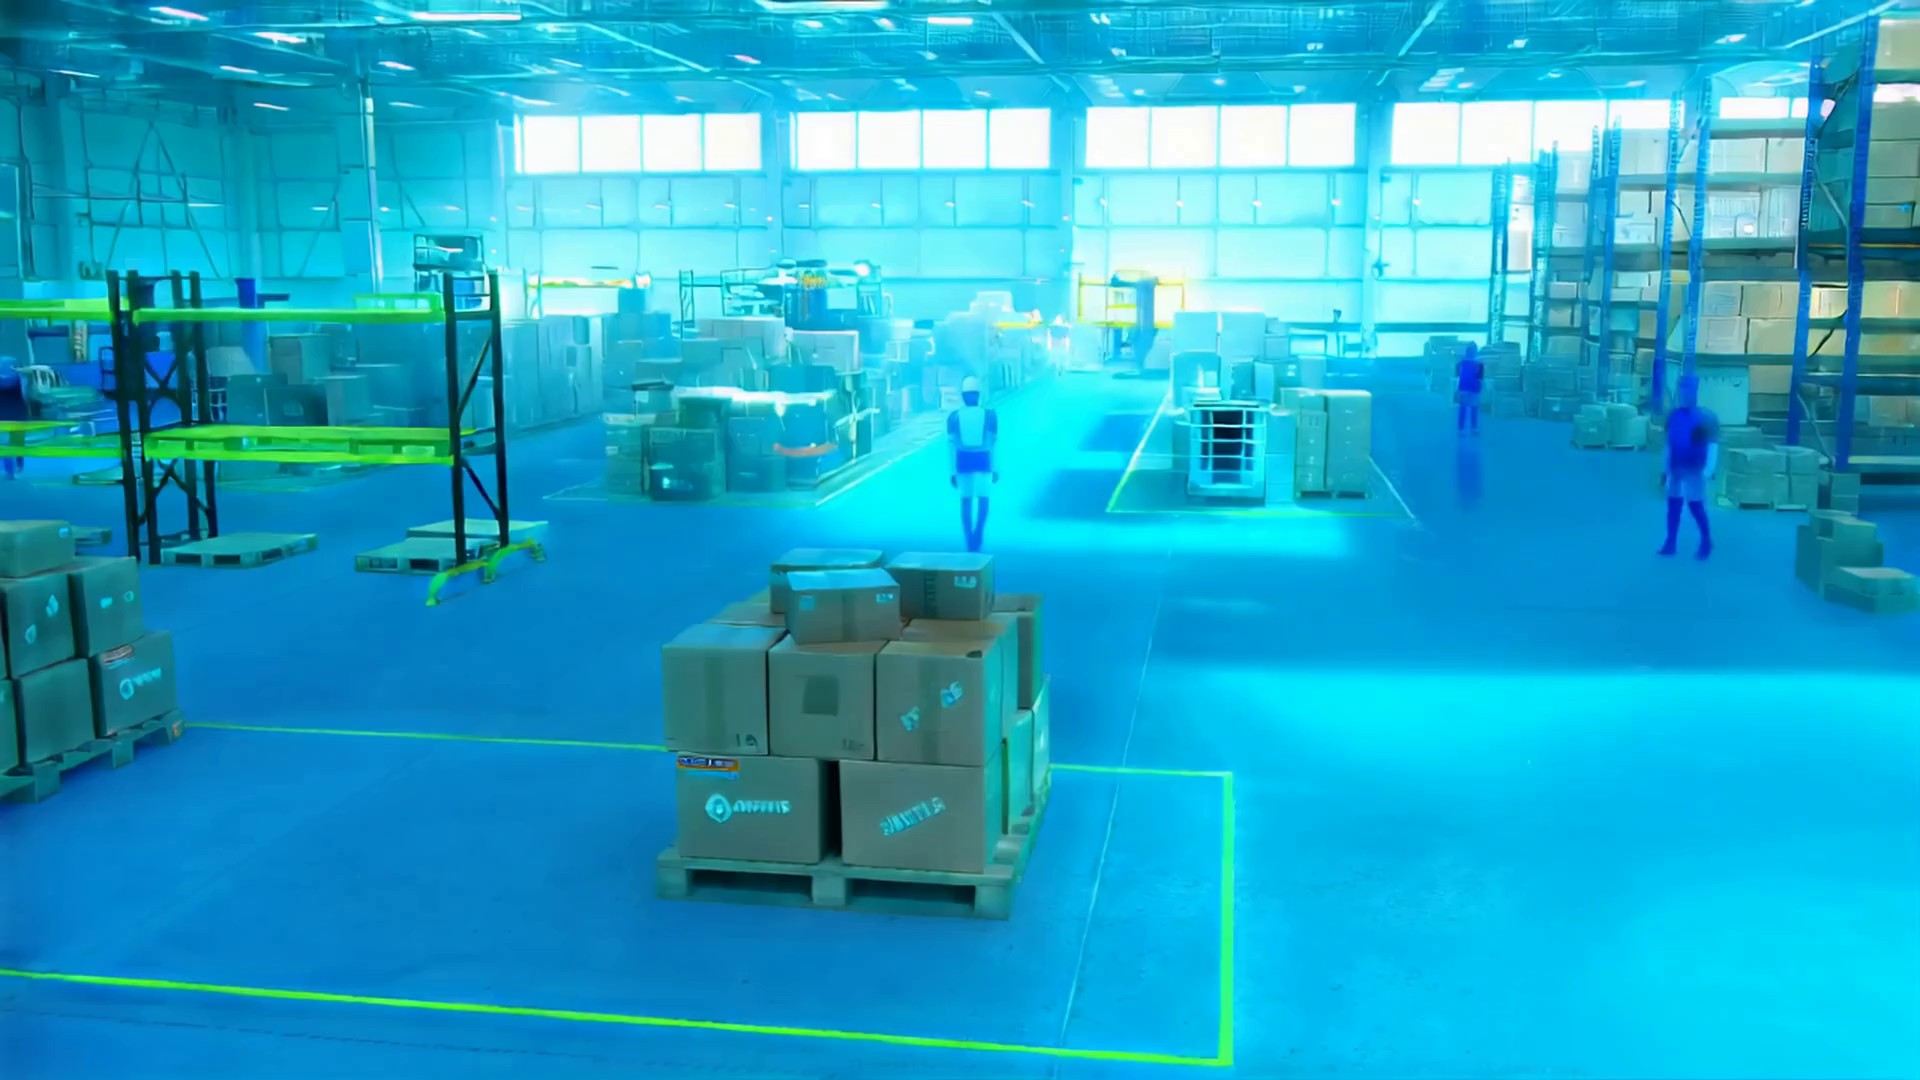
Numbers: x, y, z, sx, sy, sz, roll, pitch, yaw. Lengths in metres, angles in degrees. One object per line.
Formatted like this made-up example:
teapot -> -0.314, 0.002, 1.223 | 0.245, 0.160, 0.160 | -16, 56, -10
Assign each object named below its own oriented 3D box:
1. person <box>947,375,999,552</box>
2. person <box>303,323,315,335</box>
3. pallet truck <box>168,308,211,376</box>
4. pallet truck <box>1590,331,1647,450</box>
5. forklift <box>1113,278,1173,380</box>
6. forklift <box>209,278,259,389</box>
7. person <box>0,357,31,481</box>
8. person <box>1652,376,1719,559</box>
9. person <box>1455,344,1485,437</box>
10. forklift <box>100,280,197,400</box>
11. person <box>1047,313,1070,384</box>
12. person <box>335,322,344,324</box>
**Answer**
person -> 0.139, -0.788, 17.731 | 0.565, 1.925, 0.652 | 1, 9, 4
person -> -17.326, -4.978, 44.424 | 0.513, 1.642, 0.313 | 5, 10, 27
pallet truck -> -21.869, -5.598, 47.154 | 0.823, 1.965, 1.885 | 4, 10, 26
pallet truck -> 11.253, -2.573, 28.499 | 0.823, 1.965, 1.885 | 5, 10, 27
forklift -> 5.229, -5.832, 45.882 | 1.873, 2.768, 1.129 | 1, 9, 9
forklift -> -18.315, -5.333, 42.805 | 1.873, 2.768, 1.129 | -3, 10, -18
person -> -13.791, -1.763, 24.178 | 0.512, 1.785, 0.997 | -6, 11, -31
person -> 7.685, -0.749, 17.443 | 0.674, 1.943, 0.662 | -5, 10, -26
person -> 9.327, -2.734, 30.415 | 0.542, 1.695, 0.316 | 5, 11, 30
forklift -> -19.095, -4.717, 39.004 | 1.873, 2.768, 1.129 | -1, 9, -6
person -> 2.632, -5.107, 44.431 | 0.610, 1.896, 0.485 | -1, 9, -9
person -> -15.349, -4.603, 41.218 | 0.627, 1.935, 0.371 | 2, 9, 12
